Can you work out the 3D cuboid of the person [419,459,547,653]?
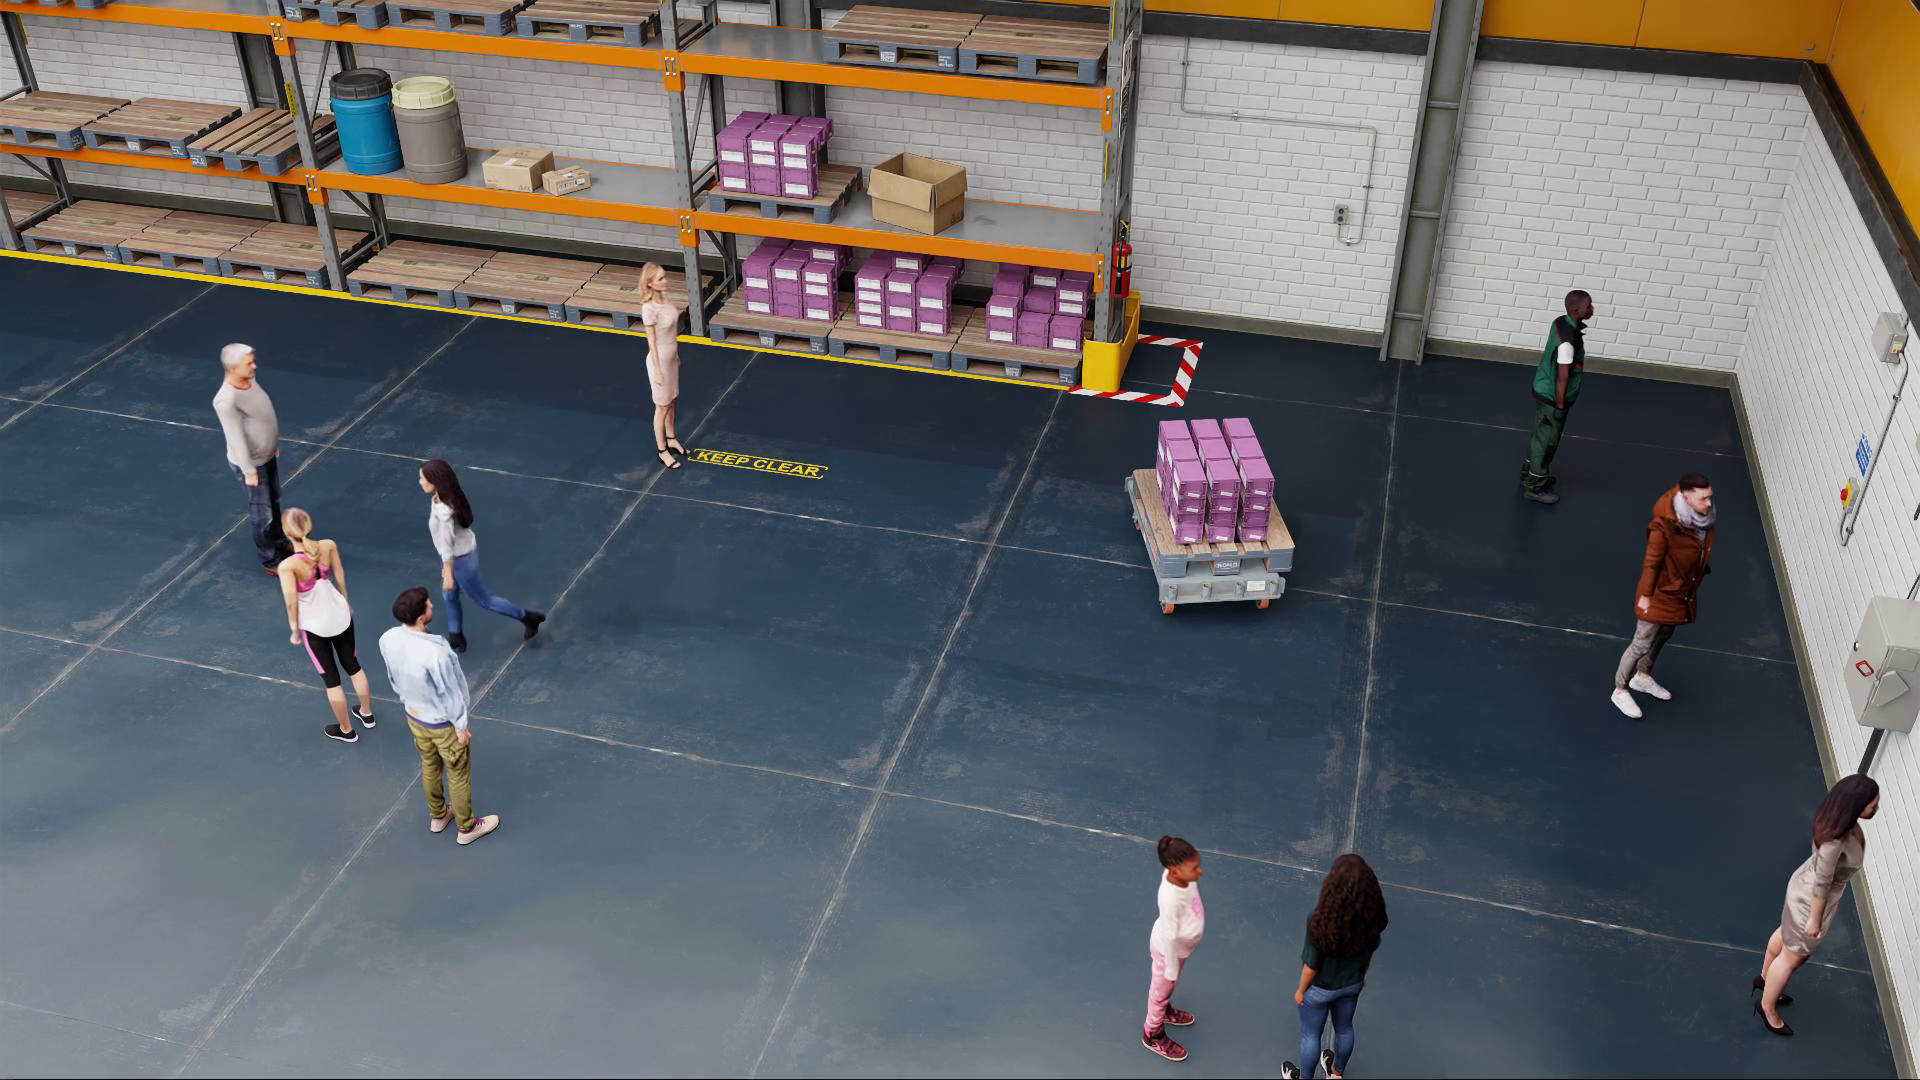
[{"bbox_3d":[-3.396,0.137,11.670,1.141,1.596,0.941,-9,35,-13],"label":"person"}]

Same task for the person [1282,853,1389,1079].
[{"bbox_3d":[1.905,2.236,8.494,0.690,1.617,0.772,-9,35,-14],"label":"person"}]

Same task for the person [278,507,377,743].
[{"bbox_3d":[-4.145,0.553,10.873,0.631,1.787,0.669,21,39,28],"label":"person"}]

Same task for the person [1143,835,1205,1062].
[{"bbox_3d":[1.122,2.125,8.821,0.497,1.441,0.547,9,35,14],"label":"person"}]

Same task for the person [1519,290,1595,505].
[{"bbox_3d":[4.806,-1.176,13.426,0.607,1.840,0.687,6,34,10],"label":"person"}]

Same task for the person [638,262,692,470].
[{"bbox_3d":[-2.486,-1.469,13.874,0.484,1.831,0.563,8,35,12],"label":"person"}]

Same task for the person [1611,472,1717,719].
[{"bbox_3d":[4.730,0.340,11.148,0.854,1.837,0.903,-22,40,-30],"label":"person"}]

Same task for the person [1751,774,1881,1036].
[{"bbox_3d":[4.539,1.916,8.859,0.558,1.746,0.627,14,36,20],"label":"person"}]

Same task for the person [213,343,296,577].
[{"bbox_3d":[-5.308,-0.610,12.518,0.752,1.902,0.802,-2,34,-3],"label":"person"}]

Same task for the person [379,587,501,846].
[{"bbox_3d":[-3.185,1.063,10.085,0.611,1.810,0.799,19,38,26],"label":"person"}]
